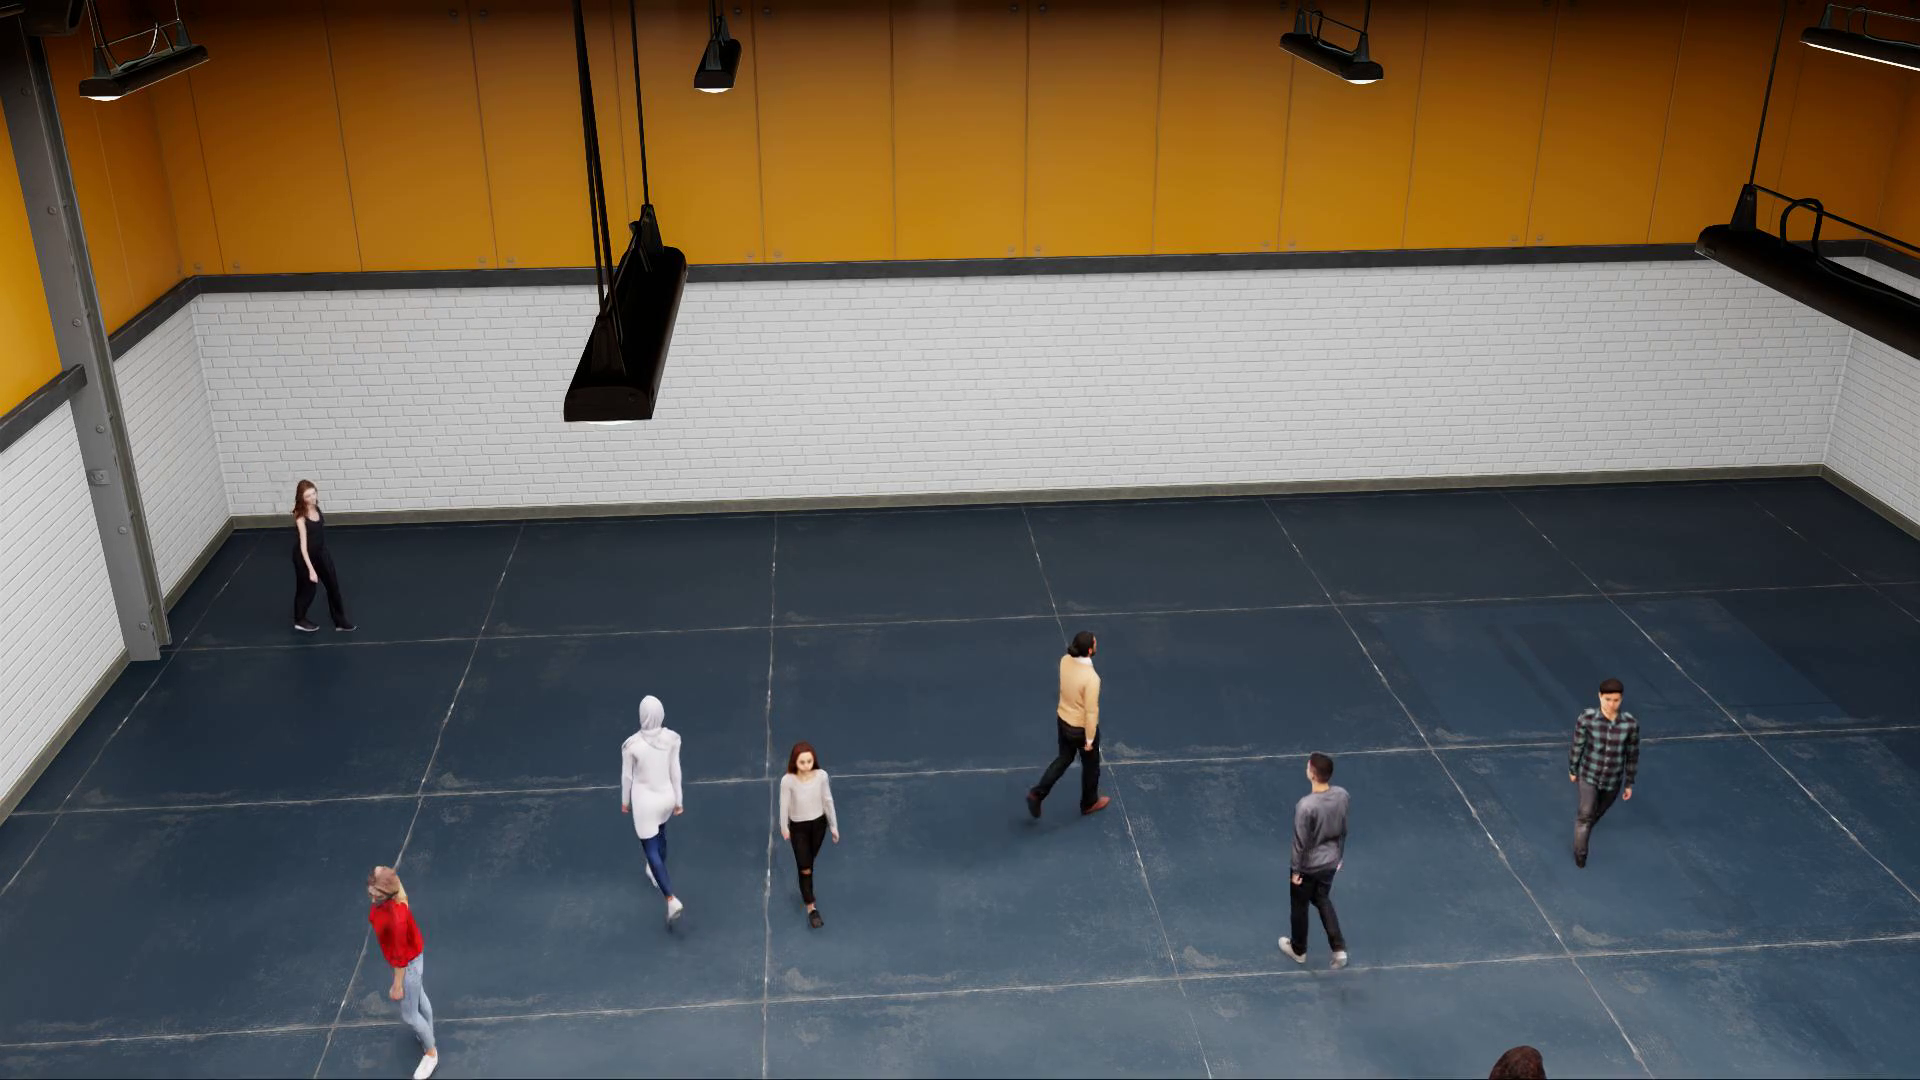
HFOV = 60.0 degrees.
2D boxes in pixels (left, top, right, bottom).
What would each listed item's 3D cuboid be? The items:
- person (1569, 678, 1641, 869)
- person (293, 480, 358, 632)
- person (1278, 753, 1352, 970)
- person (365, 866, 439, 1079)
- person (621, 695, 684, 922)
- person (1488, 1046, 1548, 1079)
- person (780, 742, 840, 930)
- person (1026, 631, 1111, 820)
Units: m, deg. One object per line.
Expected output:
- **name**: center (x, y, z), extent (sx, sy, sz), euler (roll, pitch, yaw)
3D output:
- **person**: center (5.172, 1.849, 13.443), extent (0.880, 1.684, 1.185), euler (5, 24, 11)
- **person**: center (-6.654, 0.178, 16.887), extent (0.886, 1.696, 0.968), euler (5, 24, 10)
- **person**: center (2.591, 2.337, 11.880), extent (0.799, 1.751, 0.957), euler (-11, 26, -23)
- **person**: center (-3.660, 2.757, 11.004), extent (0.859, 1.682, 0.628), euler (-5, 24, -12)
- **person**: center (-2.291, 2.044, 12.562), extent (0.950, 1.740, 1.212), euler (-14, 27, -28)
- **person**: center (3.072, 3.531, 9.316), extent (0.705, 1.615, 0.741), euler (11, 26, 24)
- **person**: center (-1.184, 2.149, 12.676), extent (0.745, 1.456, 0.960), euler (-11, 26, -24)
- **person**: center (0.904, 1.549, 13.697), extent (1.032, 1.738, 1.082), euler (-15, 28, -30)
